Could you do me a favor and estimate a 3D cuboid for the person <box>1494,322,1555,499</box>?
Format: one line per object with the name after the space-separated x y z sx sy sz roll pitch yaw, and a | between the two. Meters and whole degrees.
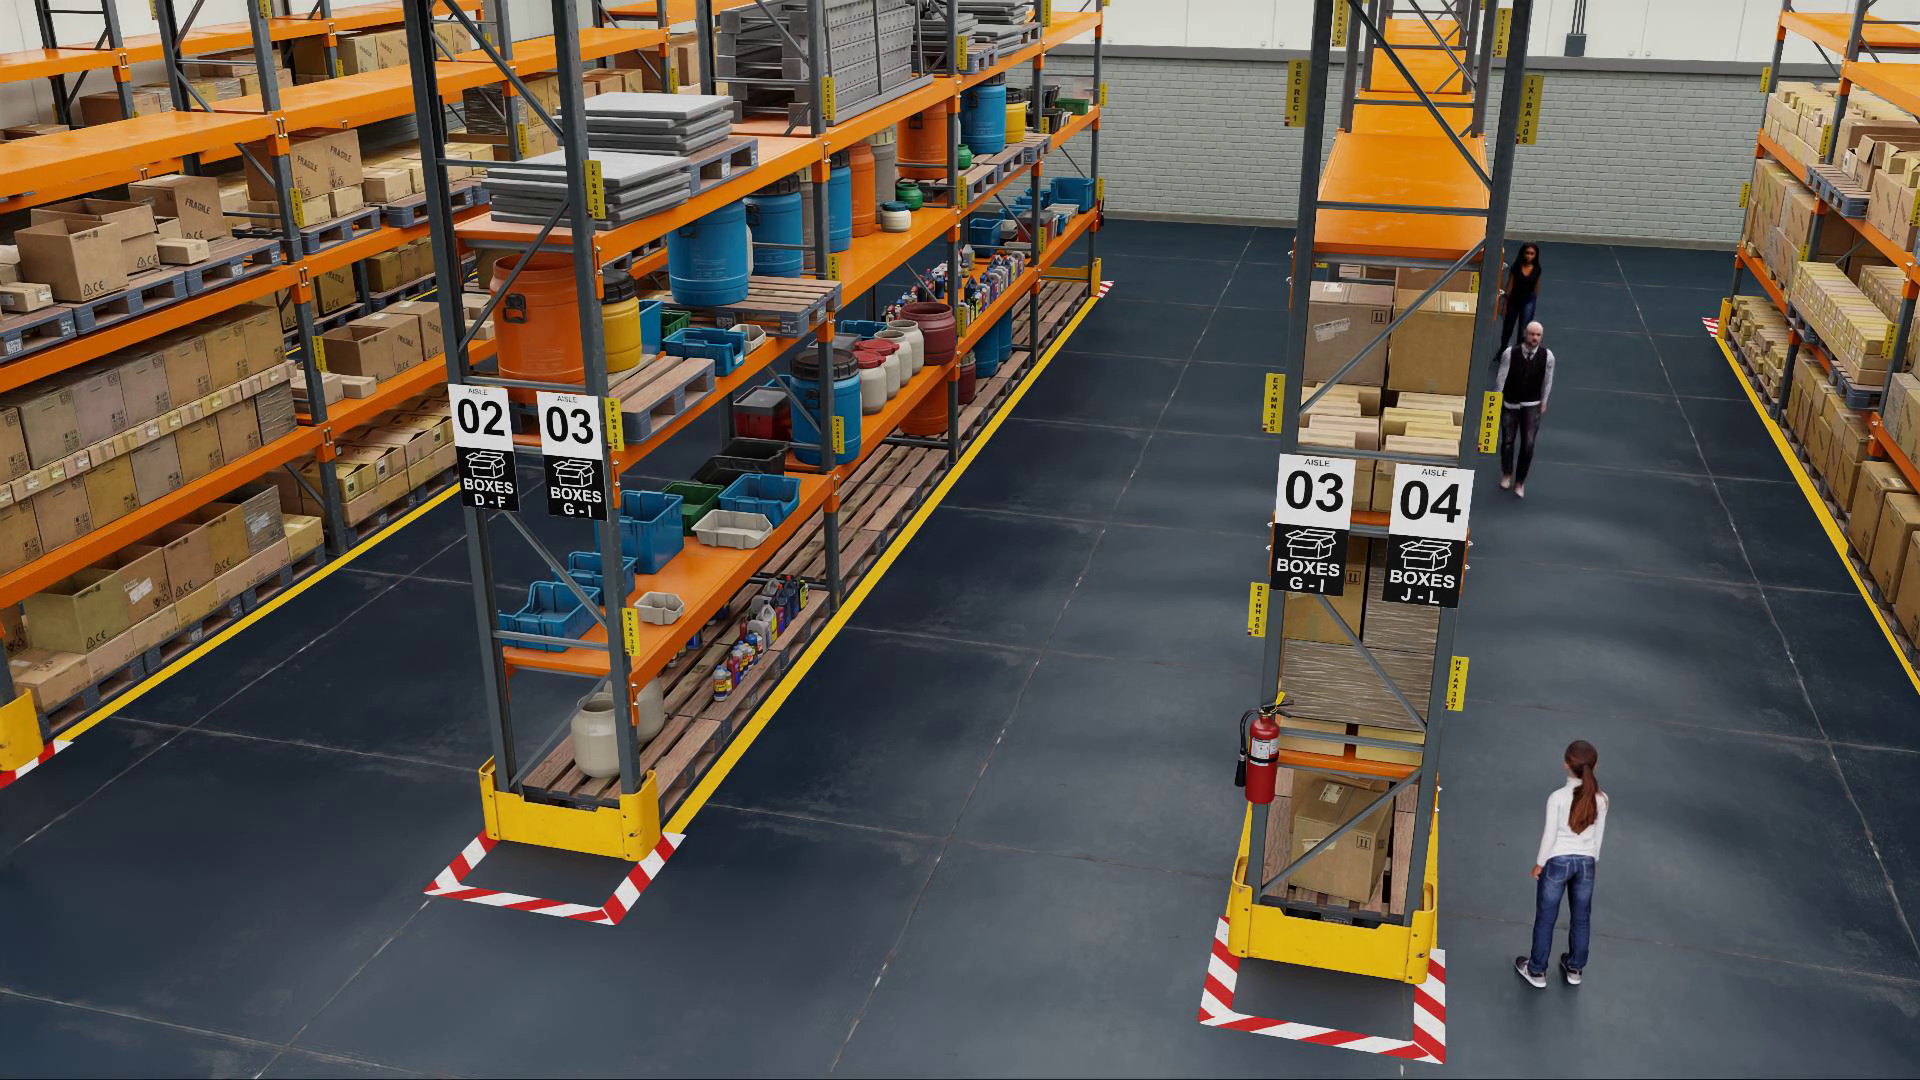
5.777 -1.388 17.151 0.722 1.799 0.855 8 24 19 | person

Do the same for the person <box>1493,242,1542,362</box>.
7.089 -2.950 21.094 0.638 1.704 1.007 5 23 11 | person

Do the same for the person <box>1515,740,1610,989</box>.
3.487 1.858 9.533 0.599 1.559 0.609 -1 22 -3 | person
